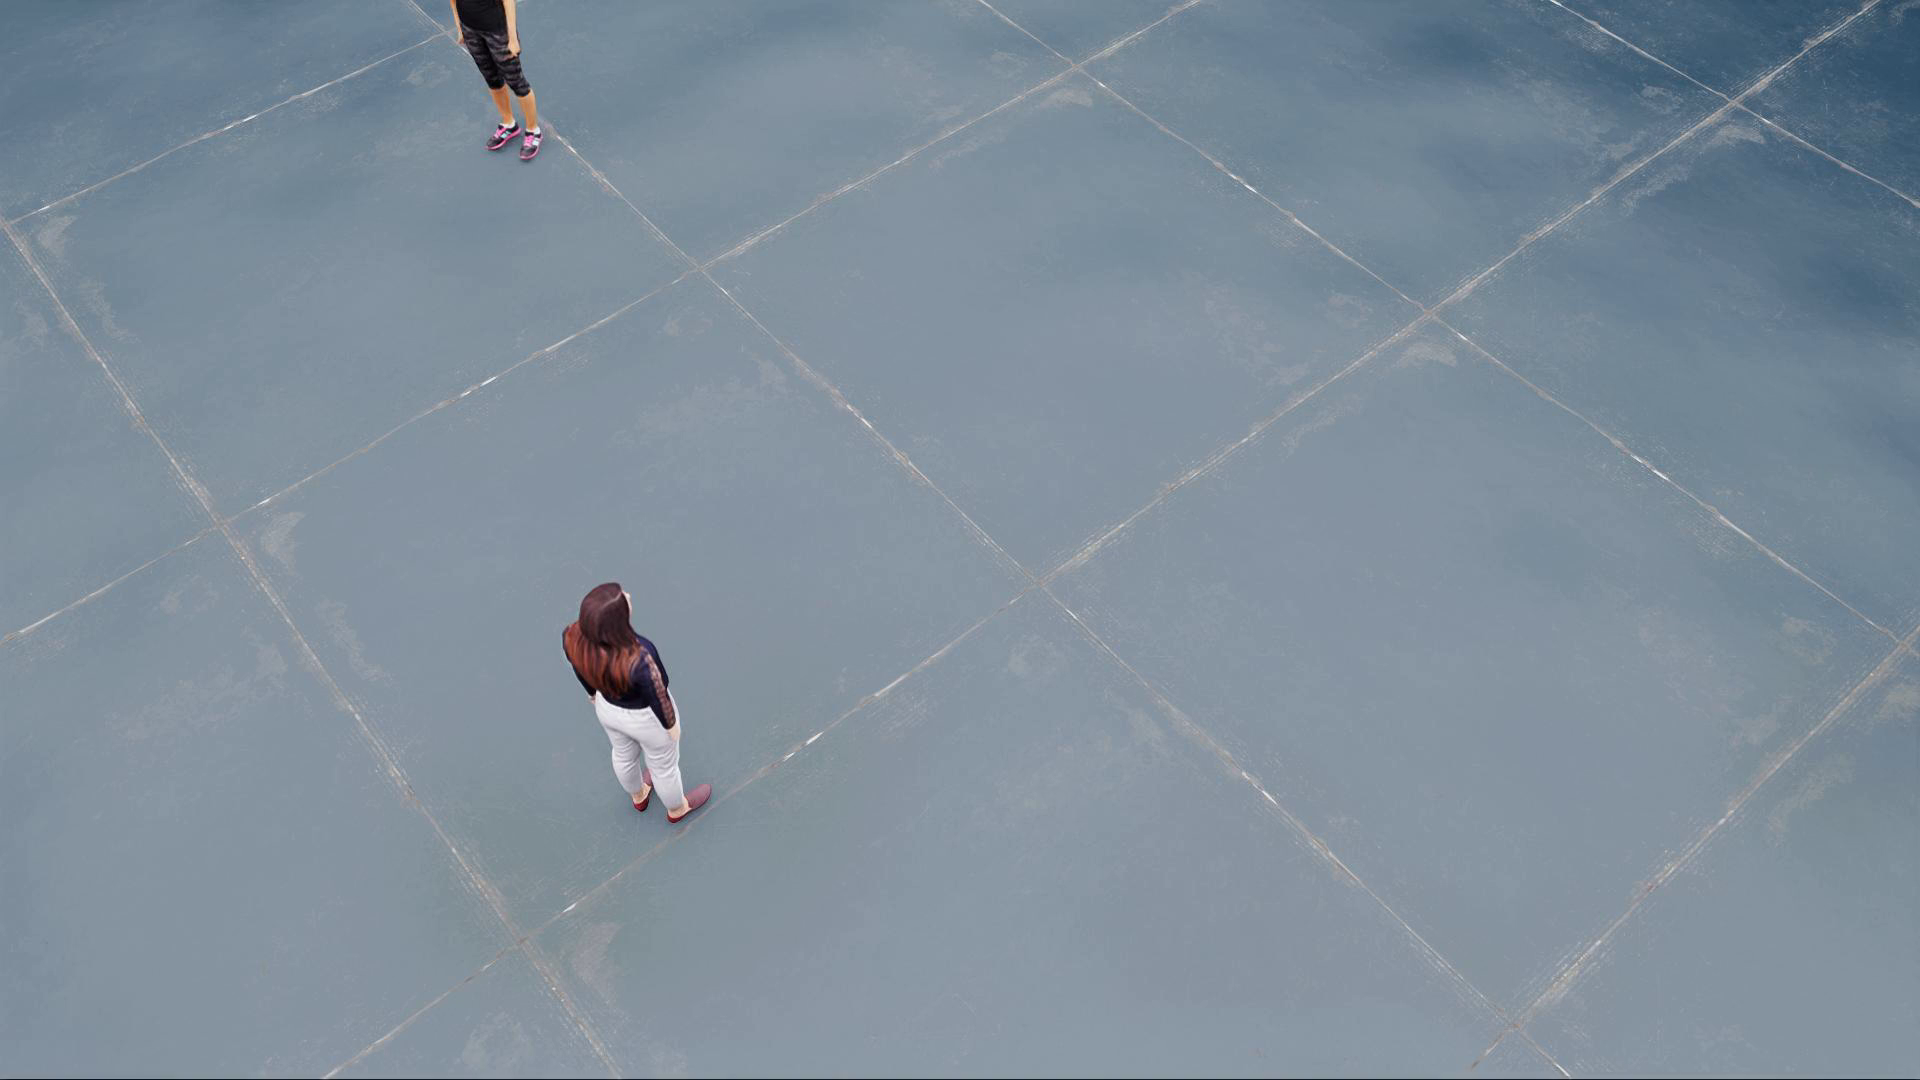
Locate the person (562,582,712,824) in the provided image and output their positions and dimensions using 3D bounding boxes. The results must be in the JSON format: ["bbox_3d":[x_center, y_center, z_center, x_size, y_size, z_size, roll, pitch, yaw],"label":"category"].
[{"bbox_3d":[-1.361,0.693,6.989,0.671,1.607,0.652,22,55,16],"label":"person"}]

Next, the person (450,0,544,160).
[{"bbox_3d":[-2.763,-3.022,9.789,0.654,1.728,0.664,20,55,15],"label":"person"}]
